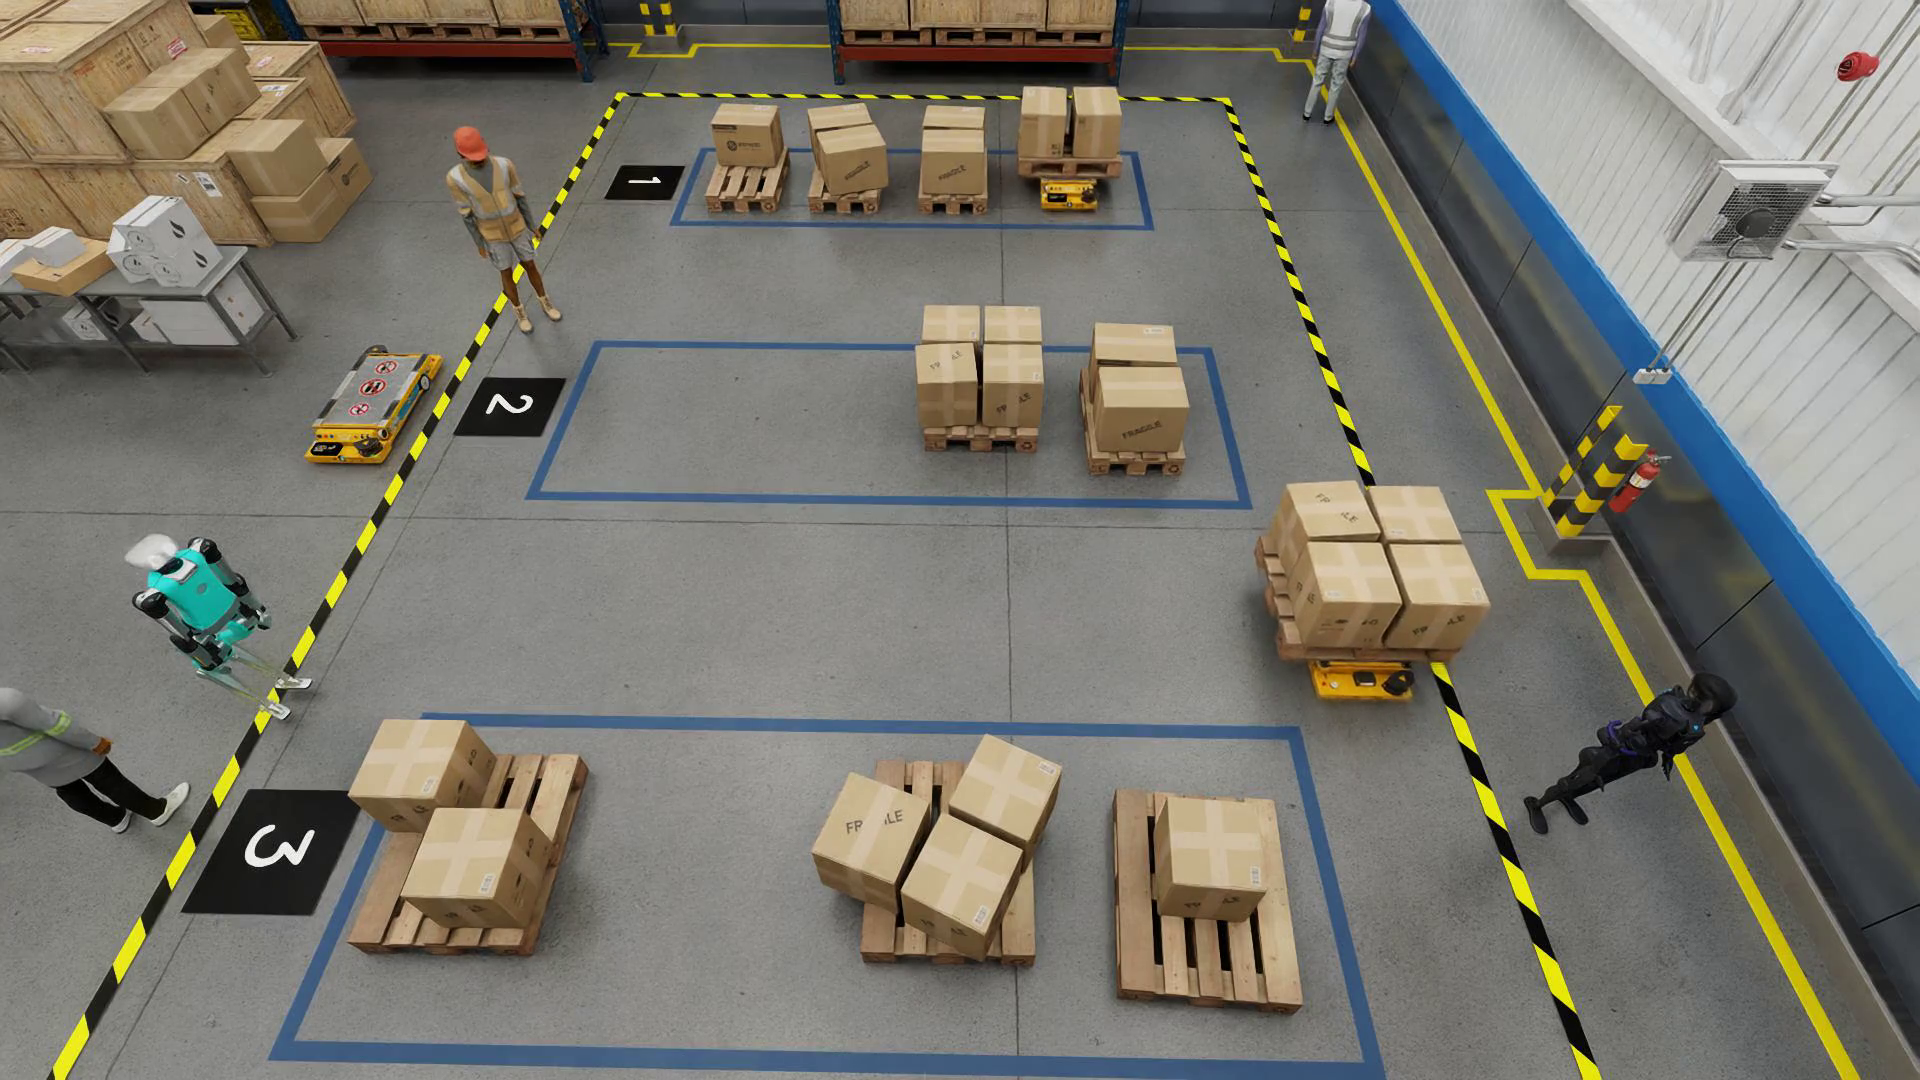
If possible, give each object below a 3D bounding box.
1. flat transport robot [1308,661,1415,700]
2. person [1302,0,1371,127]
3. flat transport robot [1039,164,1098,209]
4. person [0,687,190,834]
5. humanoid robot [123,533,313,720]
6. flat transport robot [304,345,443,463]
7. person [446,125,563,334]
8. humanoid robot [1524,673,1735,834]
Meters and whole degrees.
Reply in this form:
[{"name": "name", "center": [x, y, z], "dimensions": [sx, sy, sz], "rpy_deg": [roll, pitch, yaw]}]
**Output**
[{"name": "flat transport robot", "center": [2.876, 0.531, 6.900], "dimensions": [0.652, 0.197, 1.431], "rpy_deg": [1, 50, 1]}, {"name": "person", "center": [4.762, -6.190, 11.578], "dimensions": [0.585, 1.835, 0.404], "rpy_deg": [21, 53, 17]}, {"name": "flat transport robot", "center": [1.295, -4.489, 11.147], "dimensions": [0.652, 0.197, 1.431], "rpy_deg": [1, 50, 1]}, {"name": "person", "center": [-5.328, 1.180, 5.331], "dimensions": [0.596, 1.851, 0.383], "rpy_deg": [-7, 50, -6]}, {"name": "humanoid robot", "center": [-4.836, 0.546, 5.855], "dimensions": [0.735, 1.677, 0.533], "rpy_deg": [9, 50, 8]}, {"name": "flat transport robot", "center": [-5.383, -1.269, 8.441], "dimensions": [0.659, 0.231, 1.431], "rpy_deg": [1, 50, 1]}, {"name": "person", "center": [-4.306, -2.916, 8.678], "dimensions": [0.604, 2.036, 0.388], "rpy_deg": [-30, 56, -23]}, {"name": "humanoid robot", "center": [3.925, 1.262, 5.368], "dimensions": [0.599, 1.655, 0.315], "rpy_deg": [-7, 50, -6]}]
